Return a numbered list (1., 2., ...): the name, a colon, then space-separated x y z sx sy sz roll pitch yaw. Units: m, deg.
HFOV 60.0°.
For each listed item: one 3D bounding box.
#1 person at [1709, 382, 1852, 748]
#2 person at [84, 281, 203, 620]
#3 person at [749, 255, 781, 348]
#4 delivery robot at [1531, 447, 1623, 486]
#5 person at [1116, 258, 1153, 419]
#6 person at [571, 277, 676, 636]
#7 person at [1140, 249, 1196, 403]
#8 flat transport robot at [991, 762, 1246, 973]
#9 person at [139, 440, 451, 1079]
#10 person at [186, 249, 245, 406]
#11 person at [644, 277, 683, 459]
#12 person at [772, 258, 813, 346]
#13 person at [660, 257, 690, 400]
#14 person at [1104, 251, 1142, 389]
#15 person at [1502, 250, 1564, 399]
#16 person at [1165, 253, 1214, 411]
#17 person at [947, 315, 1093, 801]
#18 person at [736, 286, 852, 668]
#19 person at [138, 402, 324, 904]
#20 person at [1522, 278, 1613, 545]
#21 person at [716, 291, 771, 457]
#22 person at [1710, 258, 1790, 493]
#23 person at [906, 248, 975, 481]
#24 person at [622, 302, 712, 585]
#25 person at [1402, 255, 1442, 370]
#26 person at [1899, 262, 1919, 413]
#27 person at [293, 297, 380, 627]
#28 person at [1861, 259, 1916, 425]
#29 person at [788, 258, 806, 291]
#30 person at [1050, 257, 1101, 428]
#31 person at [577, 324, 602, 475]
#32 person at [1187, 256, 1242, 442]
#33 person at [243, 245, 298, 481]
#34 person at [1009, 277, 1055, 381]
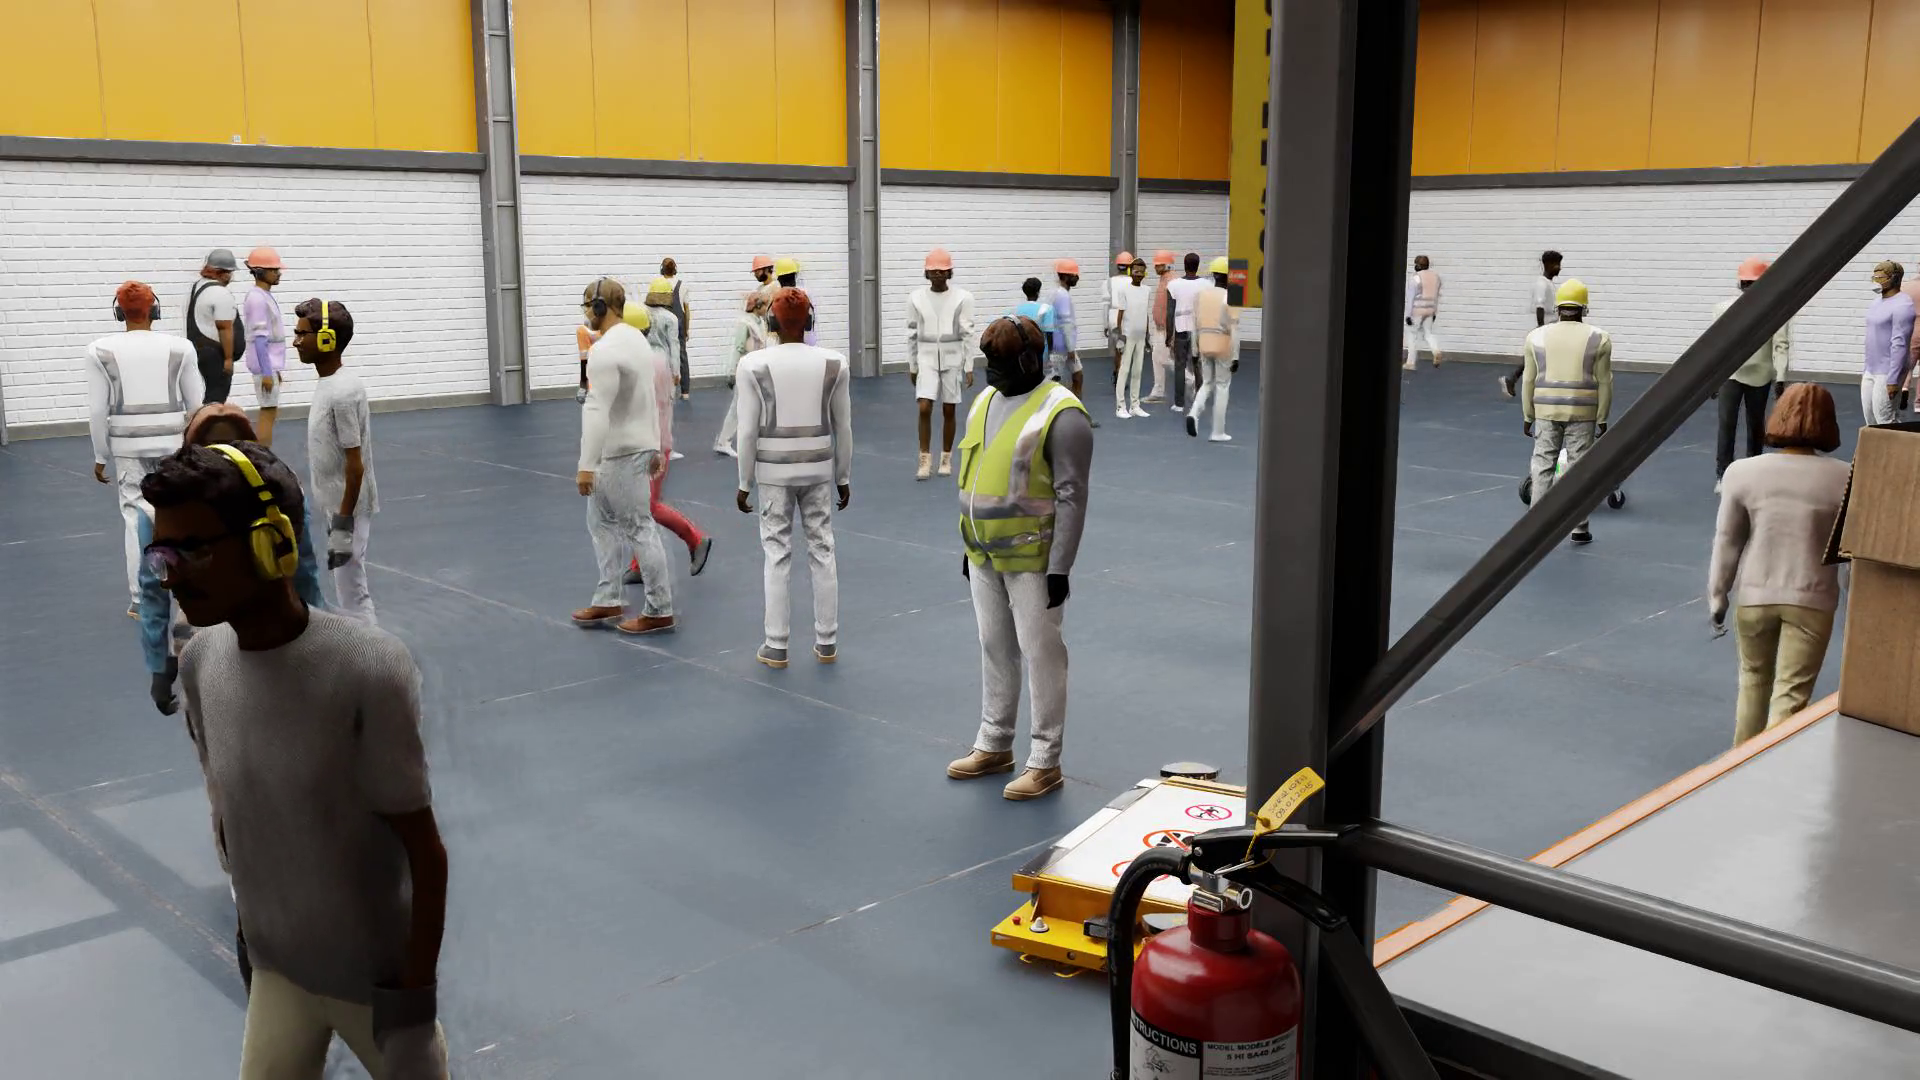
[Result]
1. person: 3.035 0.234 6.048 0.513 1.606 0.735 9 14 41
2. person: -4.509 -0.494 9.265 0.583 1.882 0.337 -6 12 -29
3. person: -2.280 -2.414 19.694 0.673 1.896 0.557 -6 12 -31
4. delivery robot: 4.831 -0.561 13.000 0.707 0.478 0.477 -4 11 -20
5. person: 2.052 -2.358 19.488 0.513 1.864 0.331 -7 13 -35
6. person: -1.866 -0.435 8.870 0.755 1.901 0.763 1 10 5
7. person: 2.669 -2.696 21.057 0.650 1.968 0.649 -1 10 -7
8. flat transport robot: 0.719 1.032 5.347 0.652 0.197 1.431 6 12 29
9. person: -1.017 0.724 2.828 0.521 1.828 0.686 4 11 20
10. person: -7.256 -1.858 16.274 0.548 2.000 0.704 -9 14 -41
11. person: -2.861 -1.632 15.885 0.480 1.733 0.337 5 12 27
12. person: -1.927 -2.189 18.539 0.991 1.867 0.606 -3 11 -18
13. person: -3.732 -2.716 21.485 0.507 1.846 0.351 -6 12 -28
14. person: 2.204 -2.970 22.703 0.550 1.918 0.747 4 11 22
15. person: 7.379 -2.709 21.160 0.746 1.947 0.626 7 13 34
16. person: 2.792 -2.515 20.189 0.599 1.917 0.377 0 10 -1
17. person: 0.209 0.065 6.354 0.429 1.837 0.621 -8 13 -37
18. person: -0.820 -0.306 8.238 0.586 1.883 0.343 -4 11 -20
19. person: -2.223 0.389 5.145 0.547 1.616 0.588 -6 12 -30
20. person: 4.188 -0.878 11.490 0.591 1.837 0.403 6 12 28
21. person: -1.997 -1.574 15.925 0.844 1.595 0.538 2 11 10
22. person: 6.638 -1.395 14.009 0.628 1.954 1.003 7 12 32
23. person: -0.176 -1.518 14.479 0.616 2.010 0.837 1 10 4
24. person: -1.851 -0.566 10.042 0.570 1.737 0.577 -8 13 -36
25. person: 7.315 -3.588 26.290 0.637 1.827 0.670 -4 11 -21
26. person: 11.492 -2.440 19.861 0.649 1.890 0.564 6 12 31
27. person: -2.650 -0.090 7.099 0.327 1.874 0.518 -4 11 -22
28. person: 7.795 -1.388 14.032 0.367 1.932 0.622 2 11 9
29. person: -2.098 -2.653 21.141 0.390 1.846 0.565 -2 11 -11
30. person: 1.066 -2.167 18.373 0.935 1.909 0.538 1 10 8
31. person: -3.075 -1.316 14.259 0.317 1.695 0.540 6 12 31
32. person: 2.625 -1.953 17.137 0.594 1.917 0.519 9 14 41
33. person: -5.922 -1.495 14.290 0.392 2.042 0.614 -3 11 -18
34. person: 0.809 -2.021 18.137 0.543 1.670 0.608 5 11 24
